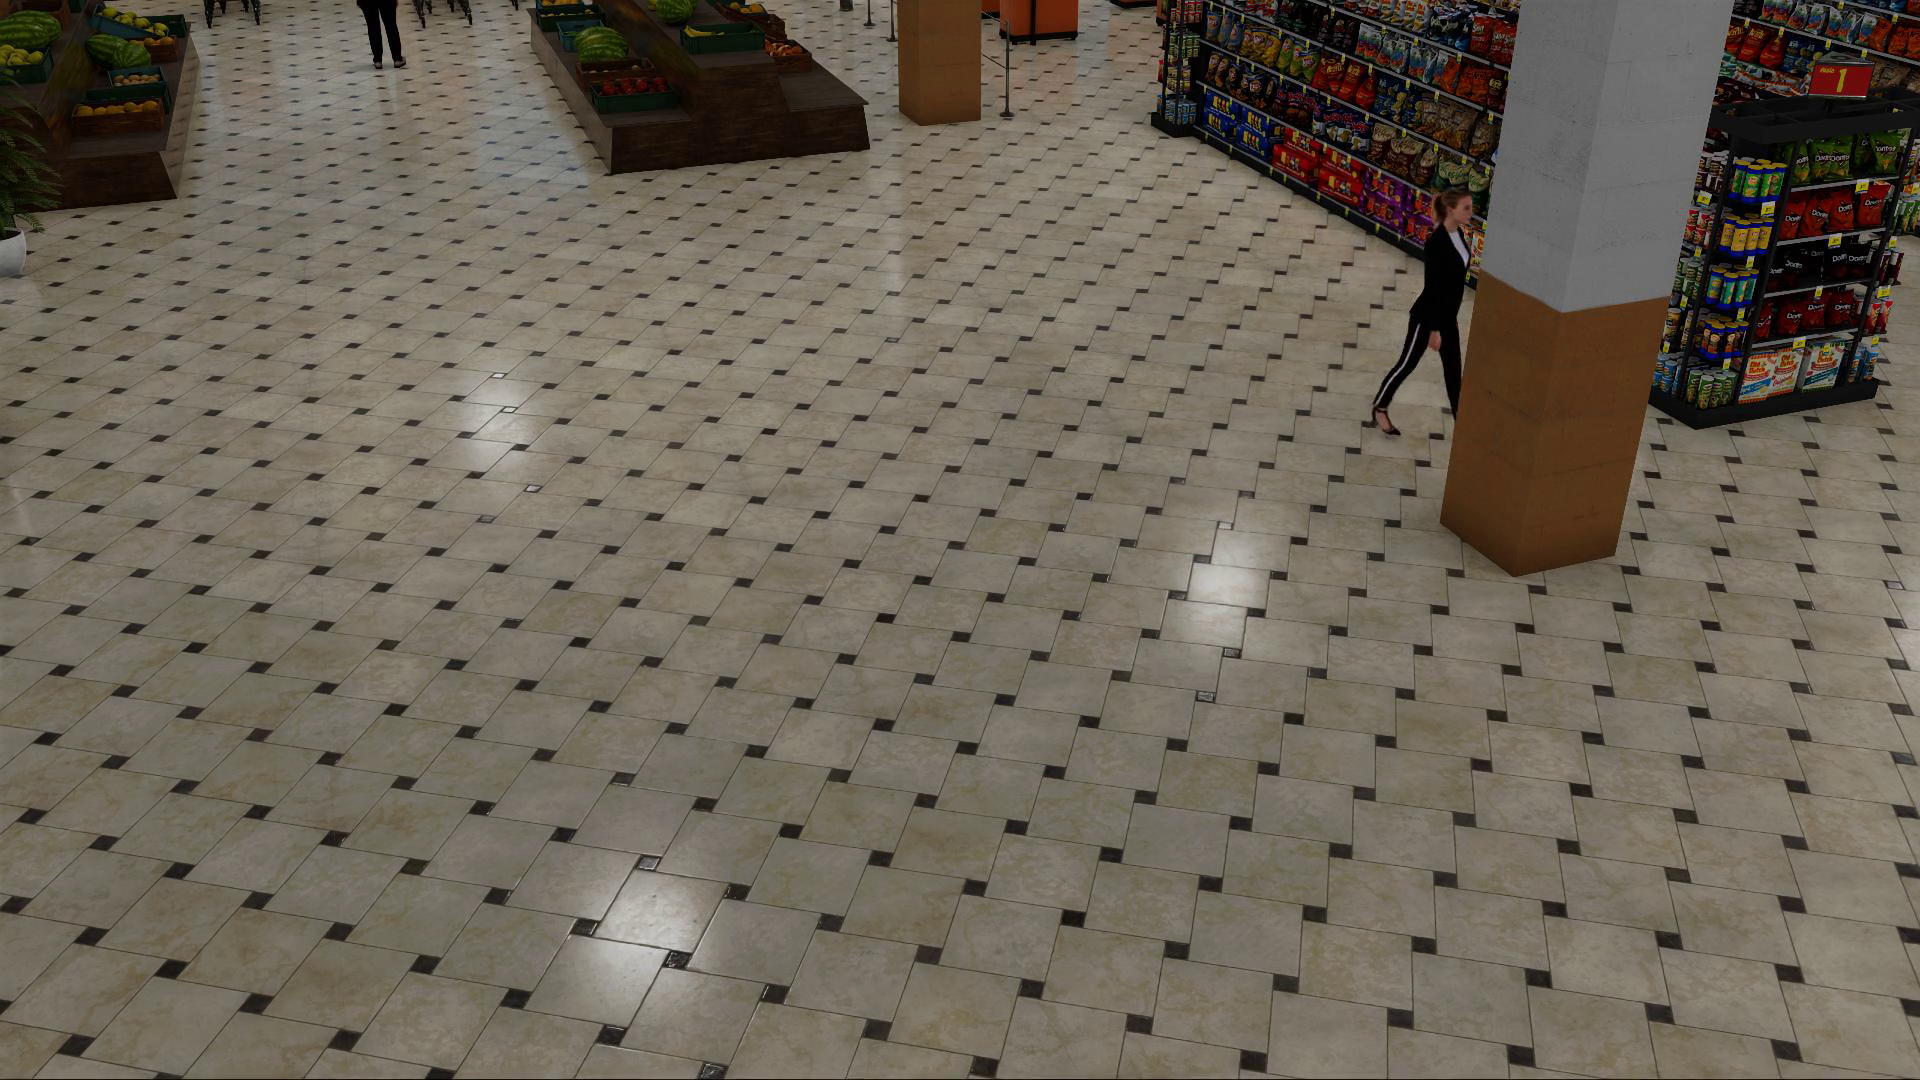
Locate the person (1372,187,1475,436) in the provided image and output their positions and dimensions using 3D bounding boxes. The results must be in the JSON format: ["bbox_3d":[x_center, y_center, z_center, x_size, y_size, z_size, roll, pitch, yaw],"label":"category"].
[{"bbox_3d":[2.862,-1.369,10.369,1.157,1.660,0.984,21,35,34],"label":"person"}]

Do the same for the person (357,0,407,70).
[{"bbox_3d":[-6.890,-6.411,19.649,0.684,1.616,0.667,-5,29,-9],"label":"person"}]
